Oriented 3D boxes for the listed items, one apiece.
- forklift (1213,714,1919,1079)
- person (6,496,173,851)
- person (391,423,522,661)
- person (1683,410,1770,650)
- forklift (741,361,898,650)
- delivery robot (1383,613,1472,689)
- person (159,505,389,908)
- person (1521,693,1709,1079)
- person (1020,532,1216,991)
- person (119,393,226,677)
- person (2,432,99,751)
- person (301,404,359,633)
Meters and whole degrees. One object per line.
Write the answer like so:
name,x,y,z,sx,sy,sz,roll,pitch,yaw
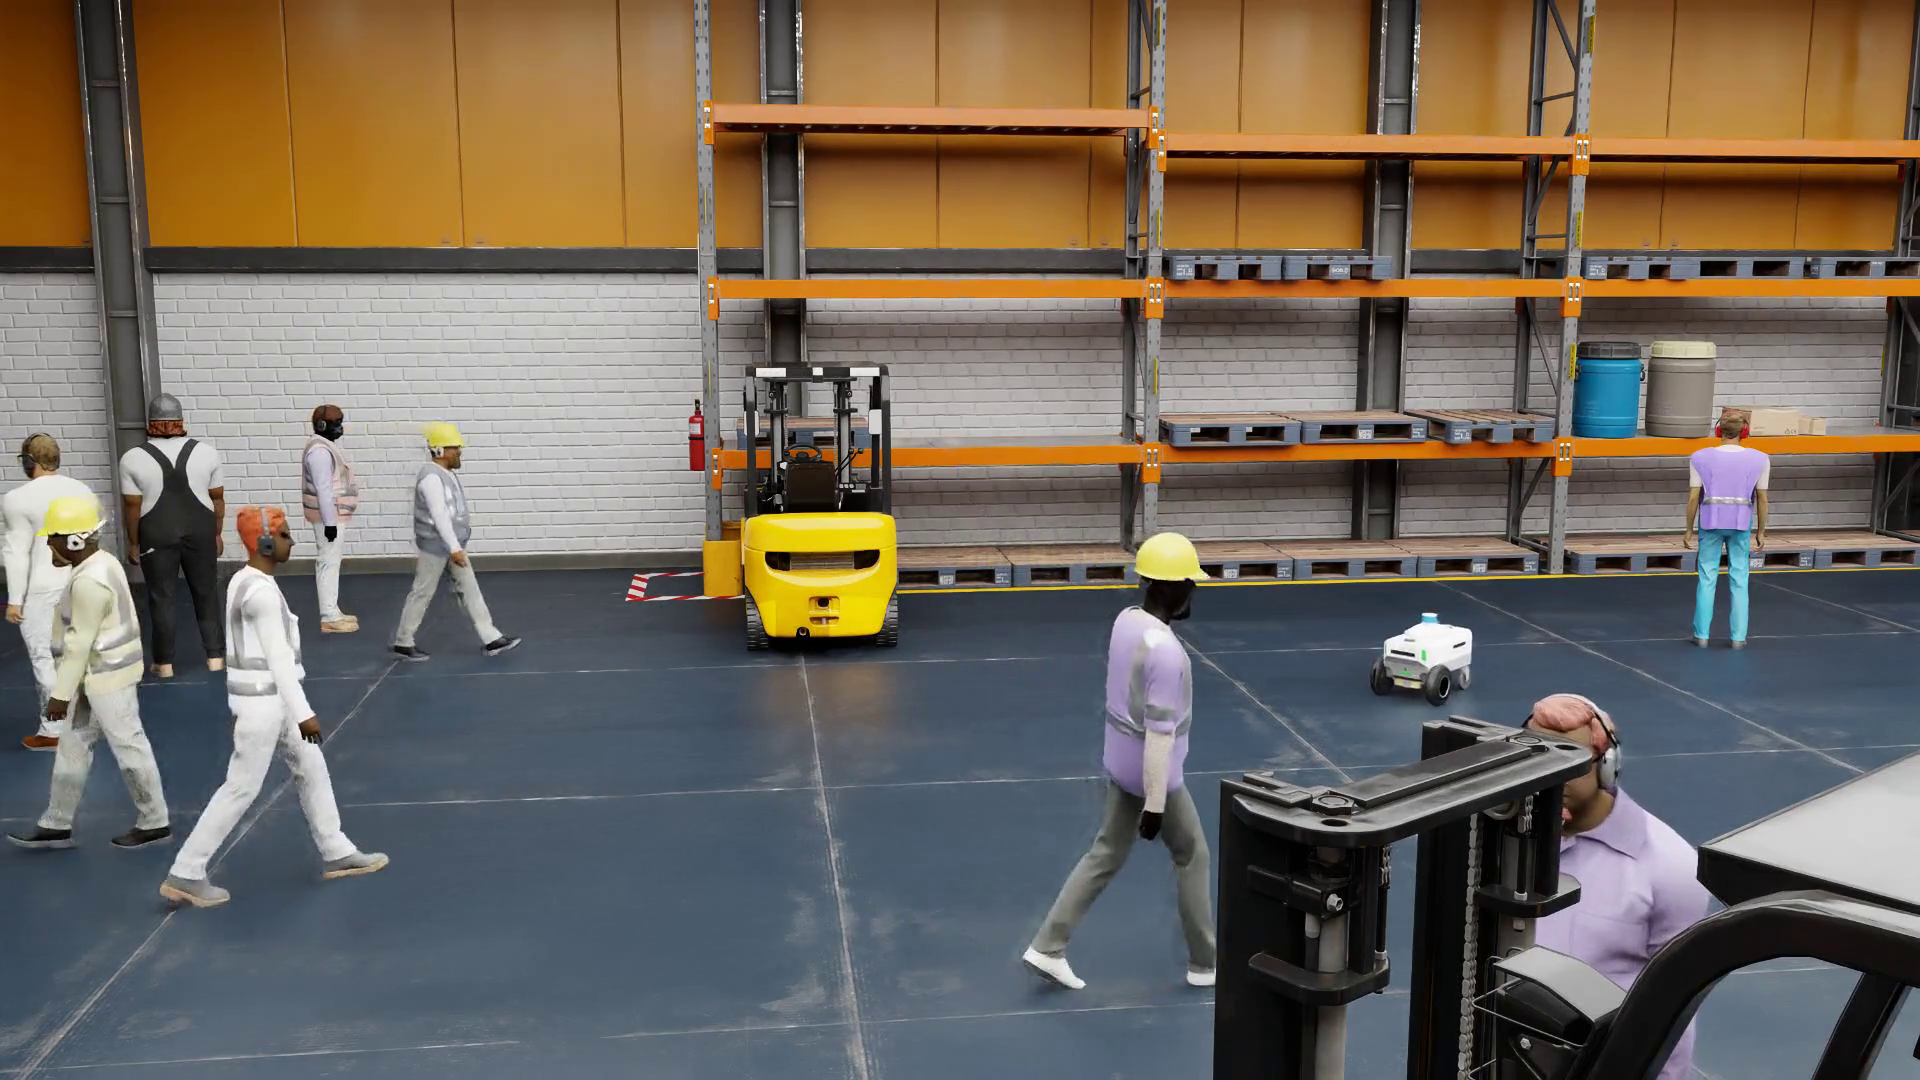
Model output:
forklift,1.441,1.425,2.350,1.214,2.155,2.313,-7,12,-39
person,-4.361,0.685,8.188,0.836,1.794,0.593,-5,10,-27
person,-3.818,0.025,12.384,0.954,1.783,0.605,0,9,0
person,5.880,-0.072,12.780,0.572,1.841,0.373,3,10,18
forklift,-1.154,-0.340,13.365,1.214,2.155,2.313,-1,9,-7
delivery robot,3.208,0.744,11.389,0.477,0.478,0.707,8,13,43
person,-3.237,0.755,7.672,0.991,1.839,0.579,-4,10,-24
person,1.433,1.299,4.063,0.639,1.900,0.401,7,12,38
person,0.702,0.895,6.618,0.951,1.888,0.592,-3,9,-16
person,-5.665,-0.043,11.991,0.673,2.000,0.536,-6,11,-33
person,-5.512,0.312,10.135,0.381,1.935,0.636,3,10,17
person,-5.082,-0.177,13.454,0.429,1.838,0.633,-3,10,-20
